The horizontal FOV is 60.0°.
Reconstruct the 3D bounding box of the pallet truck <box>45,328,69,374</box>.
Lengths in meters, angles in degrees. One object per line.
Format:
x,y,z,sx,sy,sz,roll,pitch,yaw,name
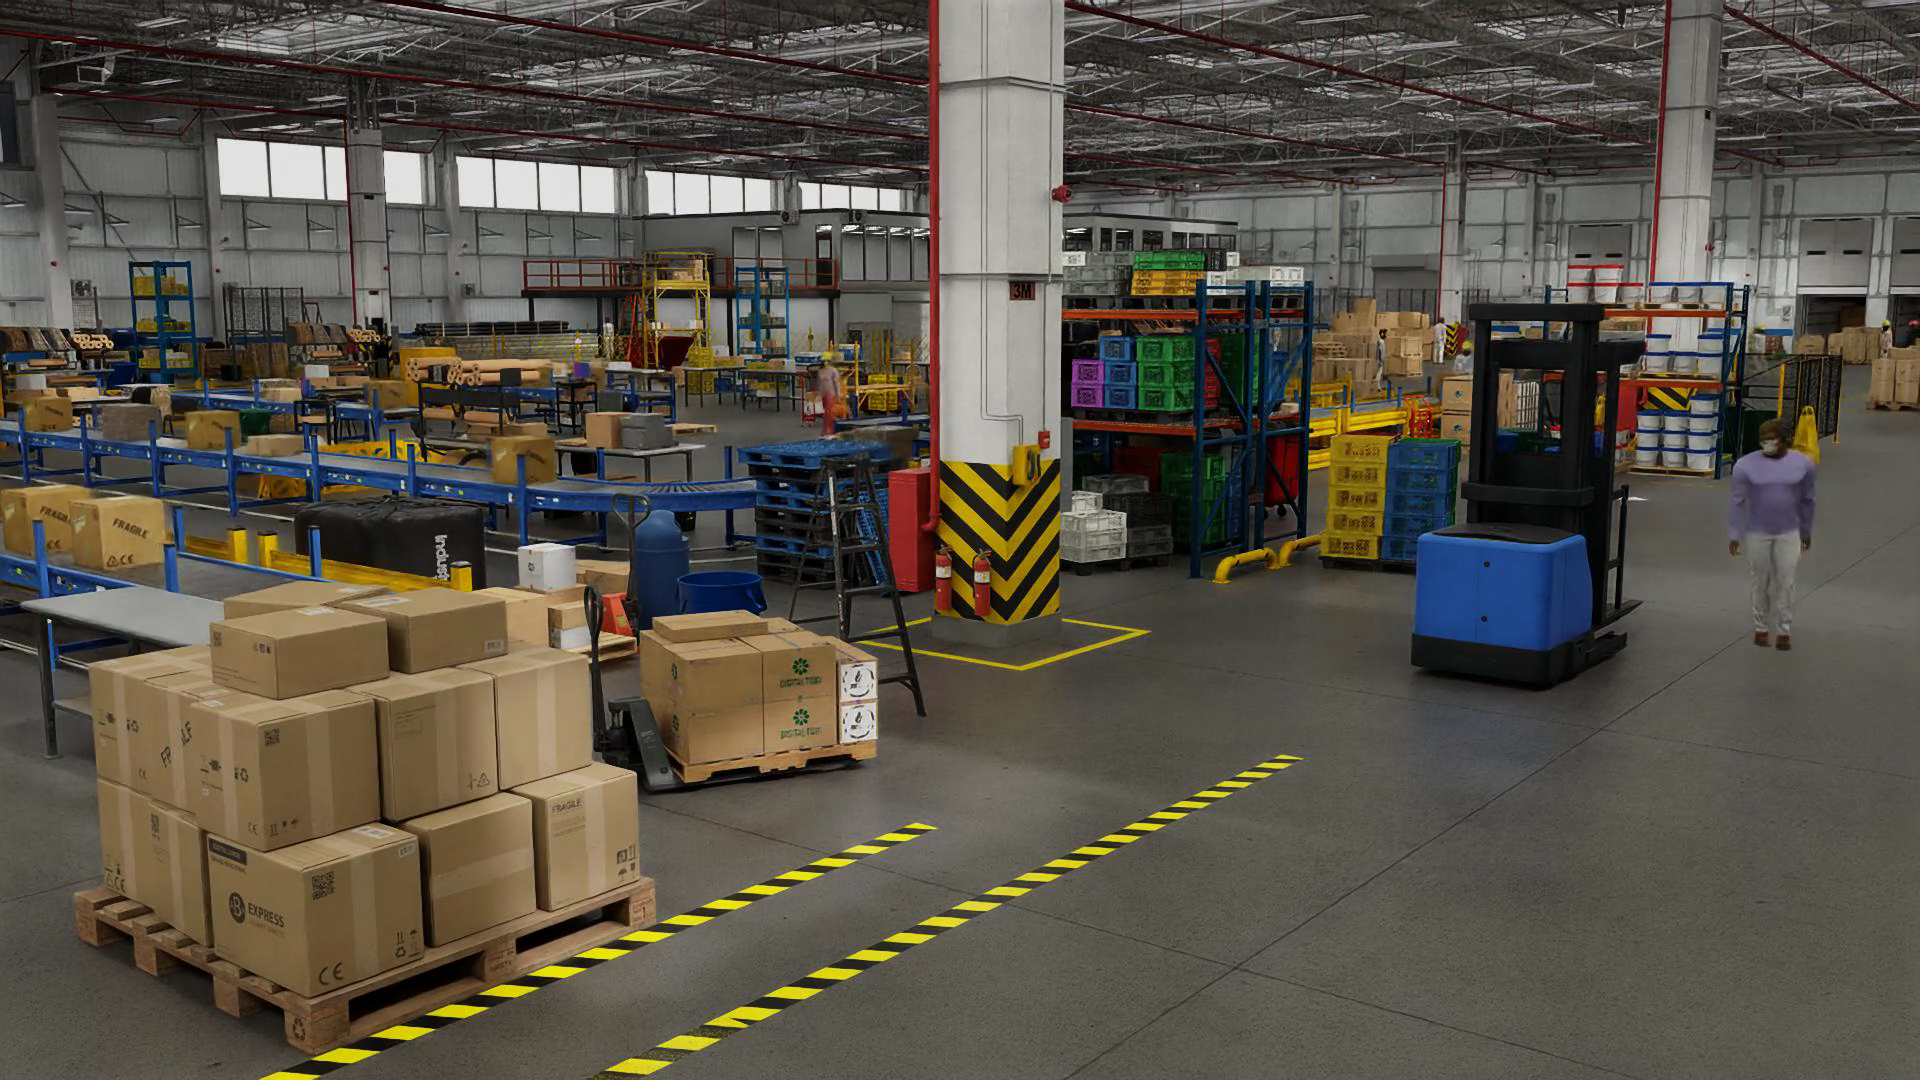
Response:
-23.775,-4.544,43.495,1.885,1.965,0.823,6,10,35,pallet truck

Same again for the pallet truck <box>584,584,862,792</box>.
-1.426,0.805,10.019,1.601,1.201,0.680,-4,9,-26,pallet truck

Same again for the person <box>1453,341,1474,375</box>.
11.856,-3.762,38.921,0.606,1.801,0.882,6,11,37,person

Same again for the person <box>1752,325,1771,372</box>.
29.391,-6.995,60.946,0.511,1.707,0.823,-2,9,-16,person

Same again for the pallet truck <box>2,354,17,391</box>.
-24.881,-4.417,42.634,1.885,1.965,0.823,8,11,41,pallet truck

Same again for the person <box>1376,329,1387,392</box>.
12.395,-5.283,48.943,0.317,1.865,0.519,2,9,15,person

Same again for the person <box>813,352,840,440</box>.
-2.677,-2.810,32.648,0.553,1.732,0.818,7,11,37,person

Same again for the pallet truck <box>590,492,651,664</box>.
-3.115,0.344,12.883,0.653,1.274,1.630,7,11,37,pallet truck

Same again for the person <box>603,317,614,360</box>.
-15.216,-8.706,71.929,0.346,1.882,0.578,6,11,37,person

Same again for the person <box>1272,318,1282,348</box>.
13.872,-8.831,72.913,0.429,1.842,0.637,2,9,14,person

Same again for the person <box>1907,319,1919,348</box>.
33.991,-6.869,59.259,0.630,1.969,0.753,-5,10,-31,person

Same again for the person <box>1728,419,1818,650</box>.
6.573,-0.045,13.491,0.646,1.894,0.668,4,9,23,person

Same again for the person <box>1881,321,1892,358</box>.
33.104,-6.875,59.493,0.394,1.919,0.581,4,9,22,person

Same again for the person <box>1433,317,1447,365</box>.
19.516,-8.085,67.611,0.379,1.931,0.625,-5,10,-30,person

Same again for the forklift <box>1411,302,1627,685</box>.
4.379,-0.438,12.852,1.129,2.768,1.873,7,11,37,forklift
